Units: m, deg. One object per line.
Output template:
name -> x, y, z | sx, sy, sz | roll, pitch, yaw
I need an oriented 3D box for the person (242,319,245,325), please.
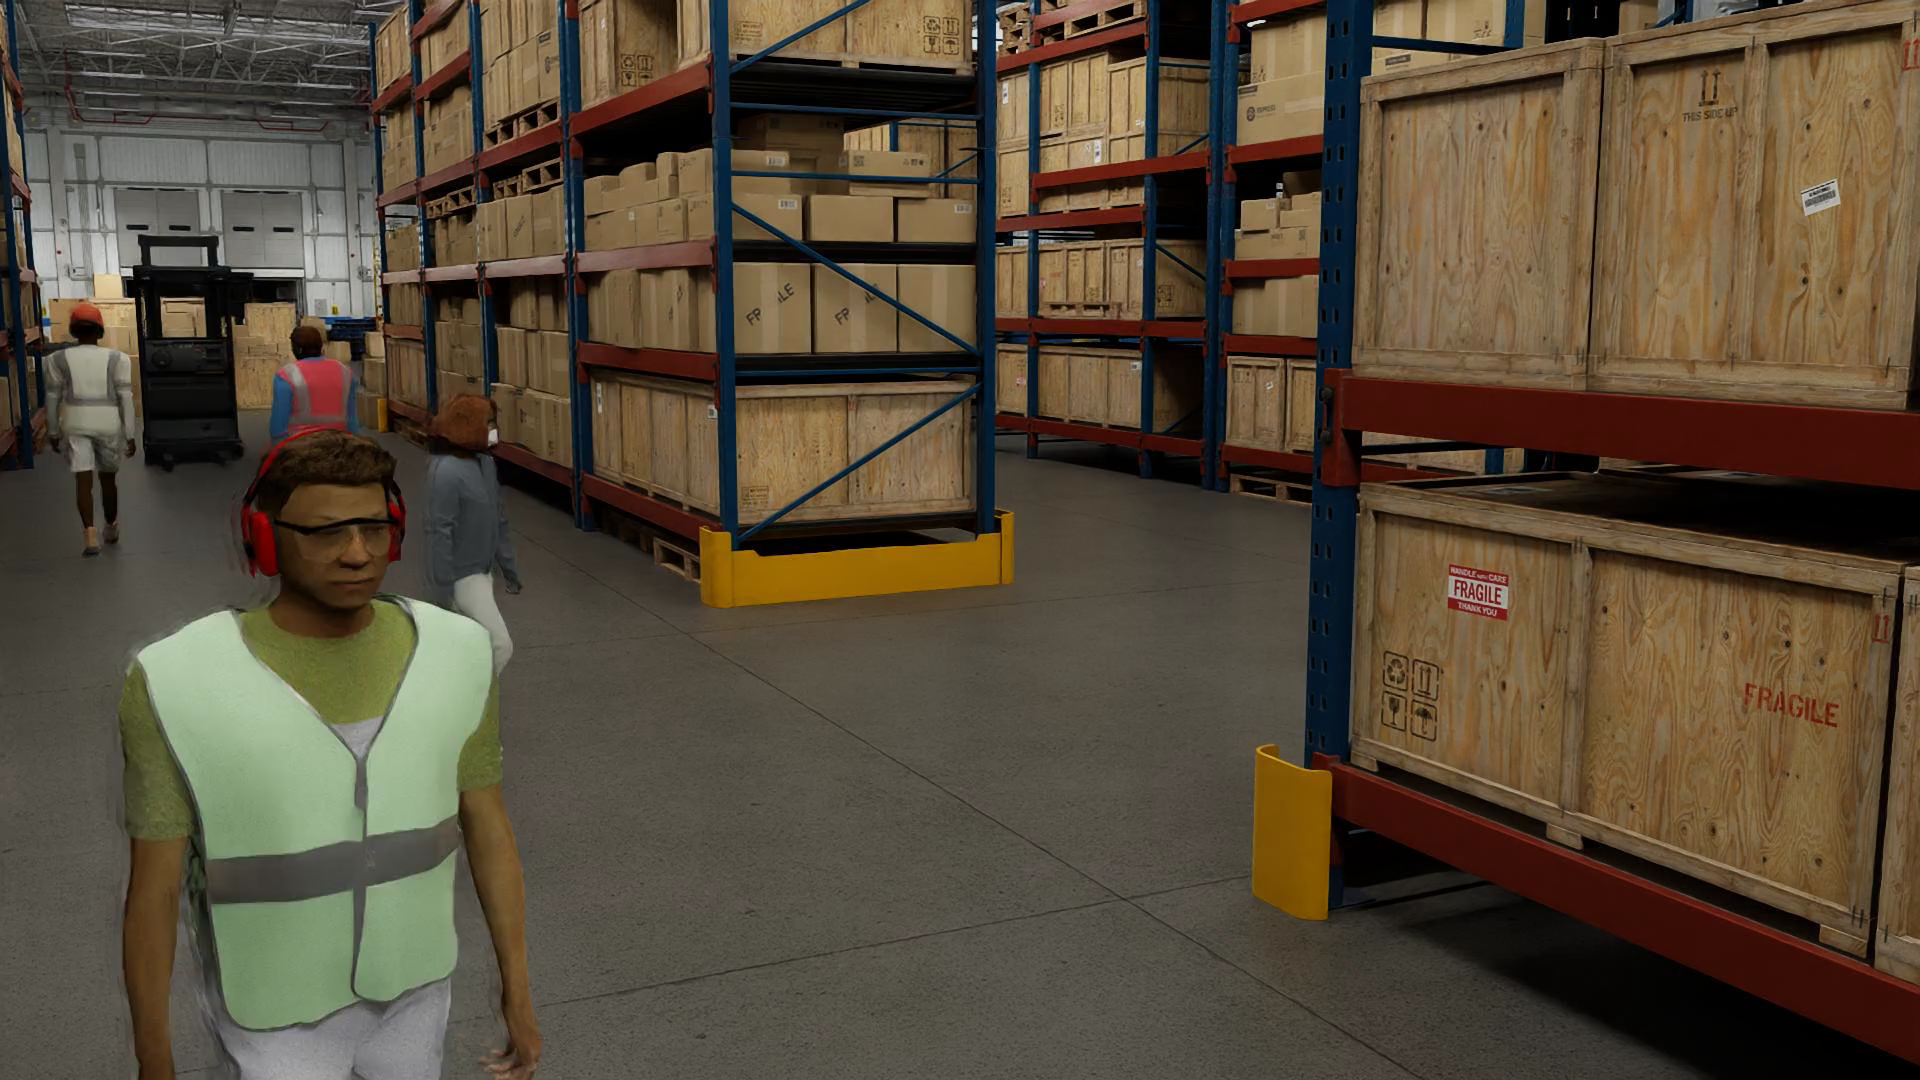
person -> -16.574, -4.603, 39.171 | 0.592, 1.915, 0.399 | -7, 11, -41

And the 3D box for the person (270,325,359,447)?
person -> -4.766, -0.664, 12.267 | 0.442, 1.829, 0.652 | 6, 10, 37

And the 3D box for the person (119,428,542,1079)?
person -> -0.946, 0.739, 2.582 | 0.495, 1.827, 0.590 | 8, 11, 44

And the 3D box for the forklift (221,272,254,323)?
forklift -> -21.660, -6.656, 49.987 | 1.873, 2.768, 1.129 | 6, 10, 37

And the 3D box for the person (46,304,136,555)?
person -> -6.970, -0.894, 13.351 | 0.625, 1.984, 1.099 | -4, 9, -26

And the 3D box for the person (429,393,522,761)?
person -> -2.104, 0.170, 7.255 | 0.449, 1.618, 0.509 | 0, 8, 1

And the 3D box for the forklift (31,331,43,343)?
forklift -> -30.490, -7.251, 54.090 | 1.129, 2.768, 1.873 | -4, 9, -26

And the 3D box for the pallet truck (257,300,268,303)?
pallet truck -> -23.913, -7.404, 58.171 | 1.885, 1.965, 0.823 | -1, 8, -9

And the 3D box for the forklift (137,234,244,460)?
forklift -> -9.908, -2.491, 21.266 | 1.129, 2.768, 1.873 | -4, 9, -26
